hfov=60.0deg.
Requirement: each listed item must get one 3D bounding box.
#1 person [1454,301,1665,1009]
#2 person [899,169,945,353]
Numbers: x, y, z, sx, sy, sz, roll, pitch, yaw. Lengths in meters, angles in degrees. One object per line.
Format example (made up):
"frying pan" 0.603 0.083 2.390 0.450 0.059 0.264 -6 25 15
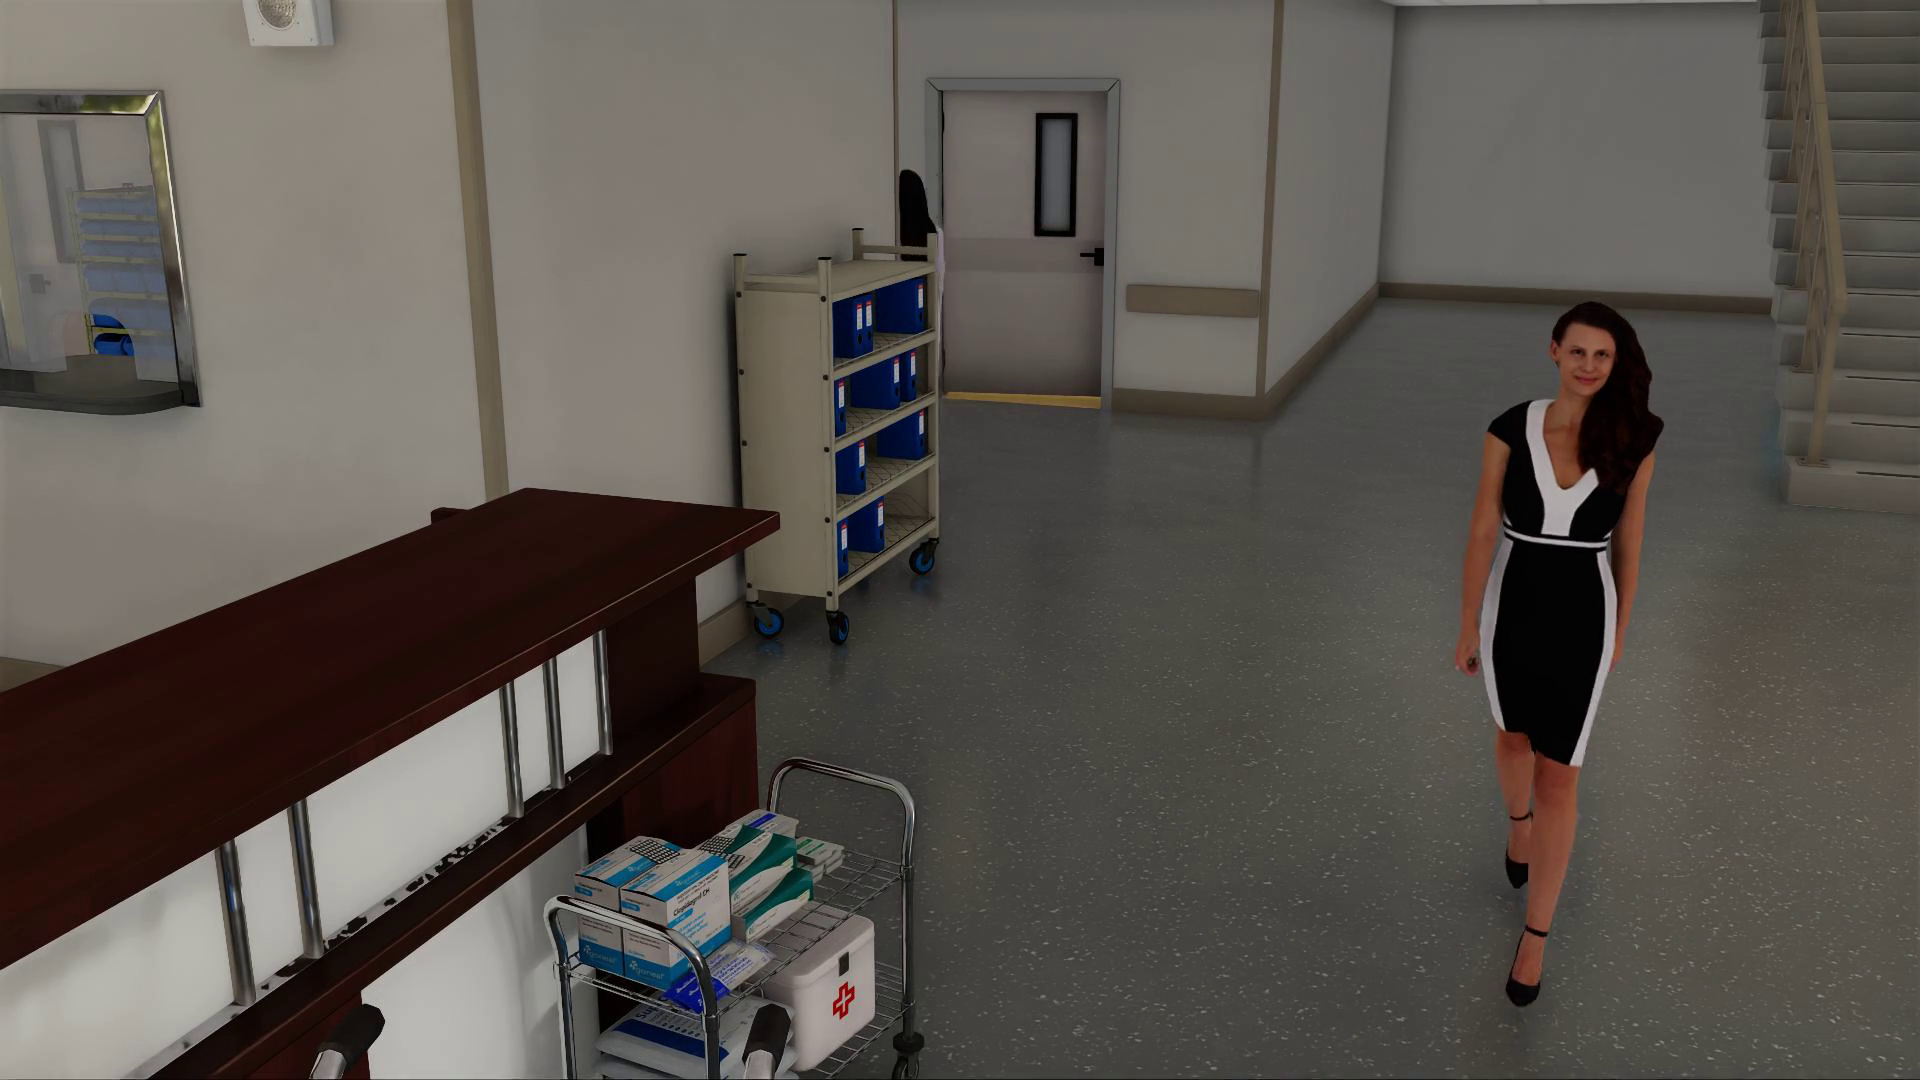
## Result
"person" 1.562 0.264 4.478 0.616 1.747 1.129 6 17 21
"person" -0.266 -1.194 9.603 1.059 1.772 1.138 -7 17 -22
